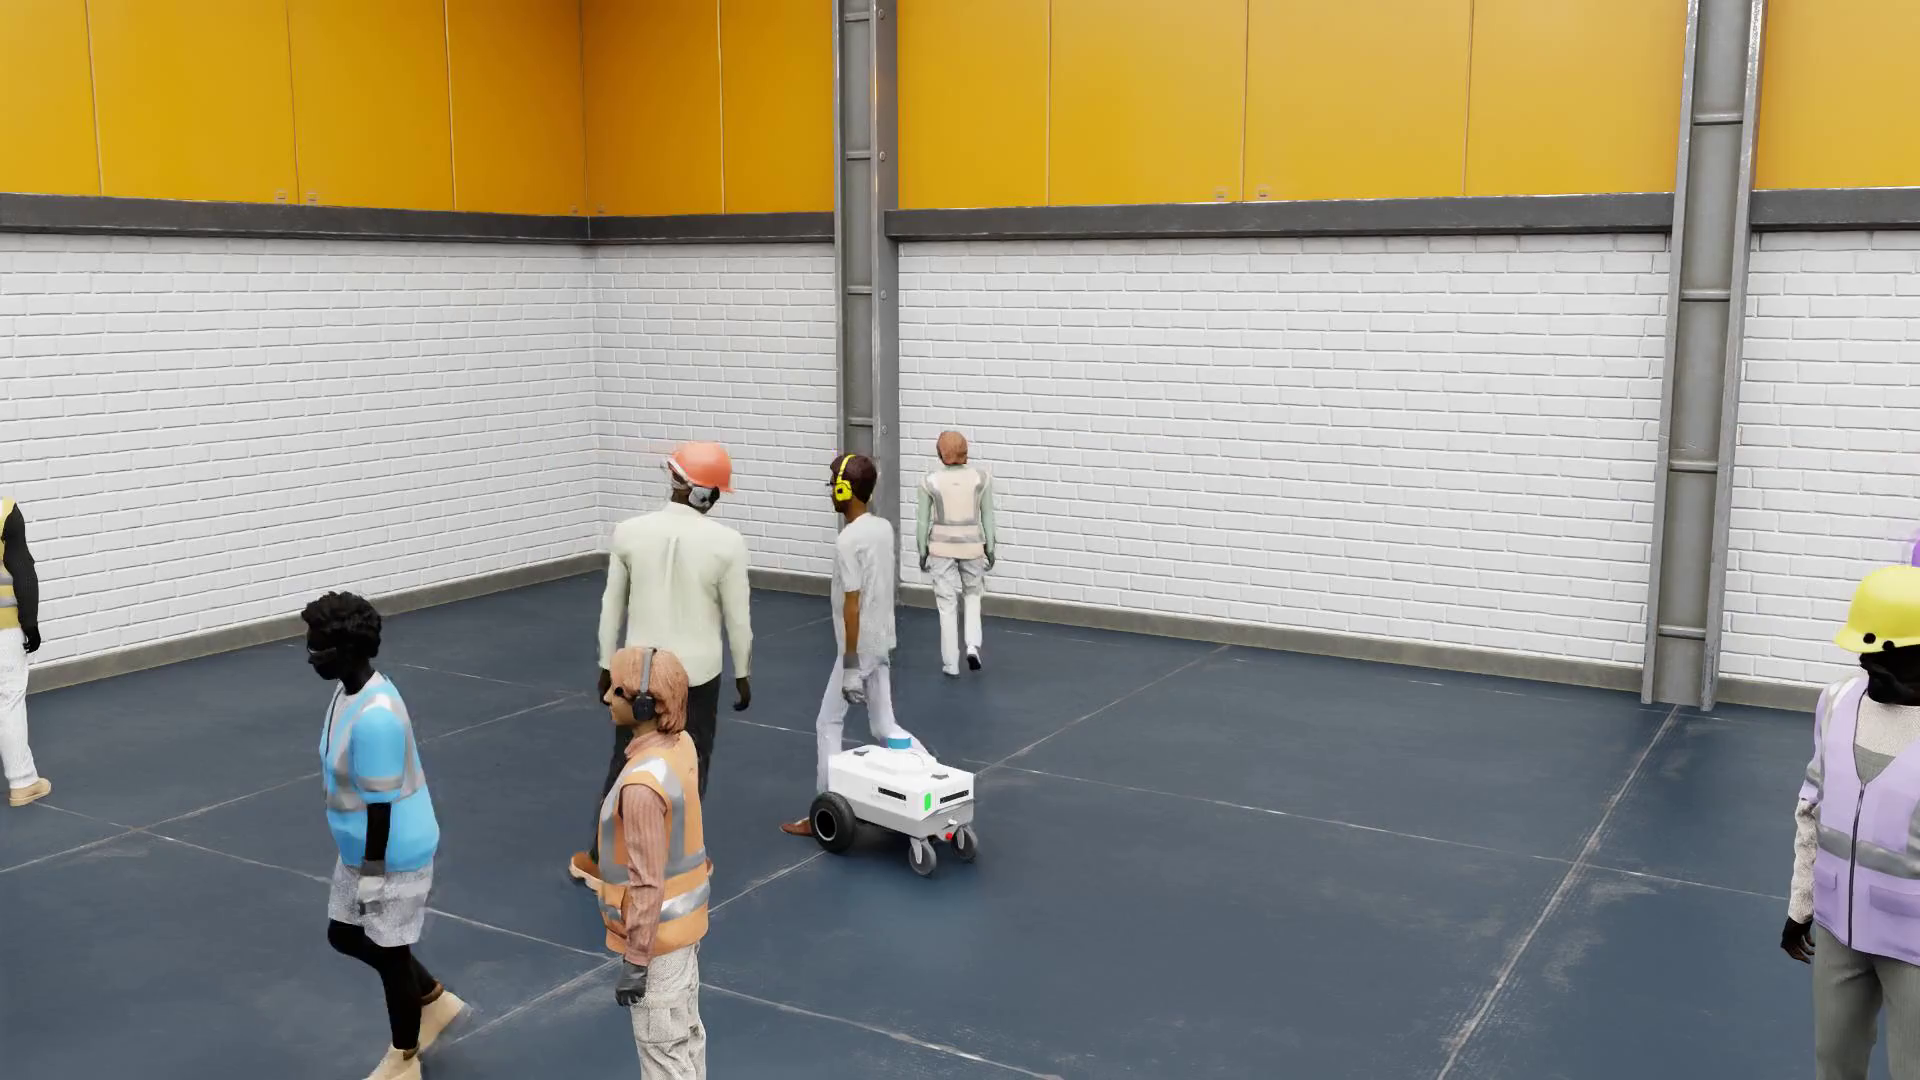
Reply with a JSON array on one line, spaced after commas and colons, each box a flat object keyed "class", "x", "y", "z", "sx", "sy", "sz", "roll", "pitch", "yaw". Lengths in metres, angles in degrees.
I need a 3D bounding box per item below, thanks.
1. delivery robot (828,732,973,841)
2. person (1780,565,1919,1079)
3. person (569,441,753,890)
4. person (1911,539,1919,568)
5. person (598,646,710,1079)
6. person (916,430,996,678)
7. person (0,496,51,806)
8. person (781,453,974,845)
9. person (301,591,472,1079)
[{"class": "delivery robot", "x": -0.271, "y": 1.120, "z": 7.563, "sx": 0.707, "sy": 0.478, "sz": 0.477, "roll": 9, "pitch": 13, "yaw": 44}, {"class": "person", "x": 2.397, "y": 1.007, "z": 4.318, "sx": 0.381, "sy": 1.917, "sz": 0.584, "roll": -4, "pitch": 10, "yaw": -23}, {"class": "person", "x": -1.278, "y": 0.544, "z": 7.156, "sx": 0.790, "sy": 1.941, "sz": 0.425, "roll": 0, "pitch": 9, "yaw": 3}, {"class": "person", "x": 4.497, "y": 0.541, "z": 7.299, "sx": 0.553, "sy": 1.893, "sz": 0.945, "roll": -6, "pitch": 11, "yaw": -34}, {"class": "person", "x": -0.845, "y": 1.097, "z": 4.628, "sx": 0.307, "sy": 1.640, "sz": 0.514, "roll": 0, "pitch": 9, "yaw": -2}, {"class": "person", "x": -0.031, "y": 0.091, "z": 10.899, "sx": 0.524, "sy": 1.625, "sz": 0.369, "roll": -1, "pitch": 9, "yaw": -9}, {"class": "person", "x": -4.873, "y": 0.422, "z": 8.229, "sx": 0.620, "sy": 1.837, "sz": 0.429, "roll": -2, "pitch": 9, "yaw": -11}, {"class": "person", "x": -0.382, "y": 0.515, "z": 7.691, "sx": 0.866, "sy": 1.836, "sz": 0.543, "roll": 4, "pitch": 10, "yaw": 22}, {"class": "person", "x": -1.829, "y": 0.973, "z": 5.260, "sx": 0.397, "sy": 1.677, "sz": 0.528, "roll": -6, "pitch": 11, "yaw": -32}]
